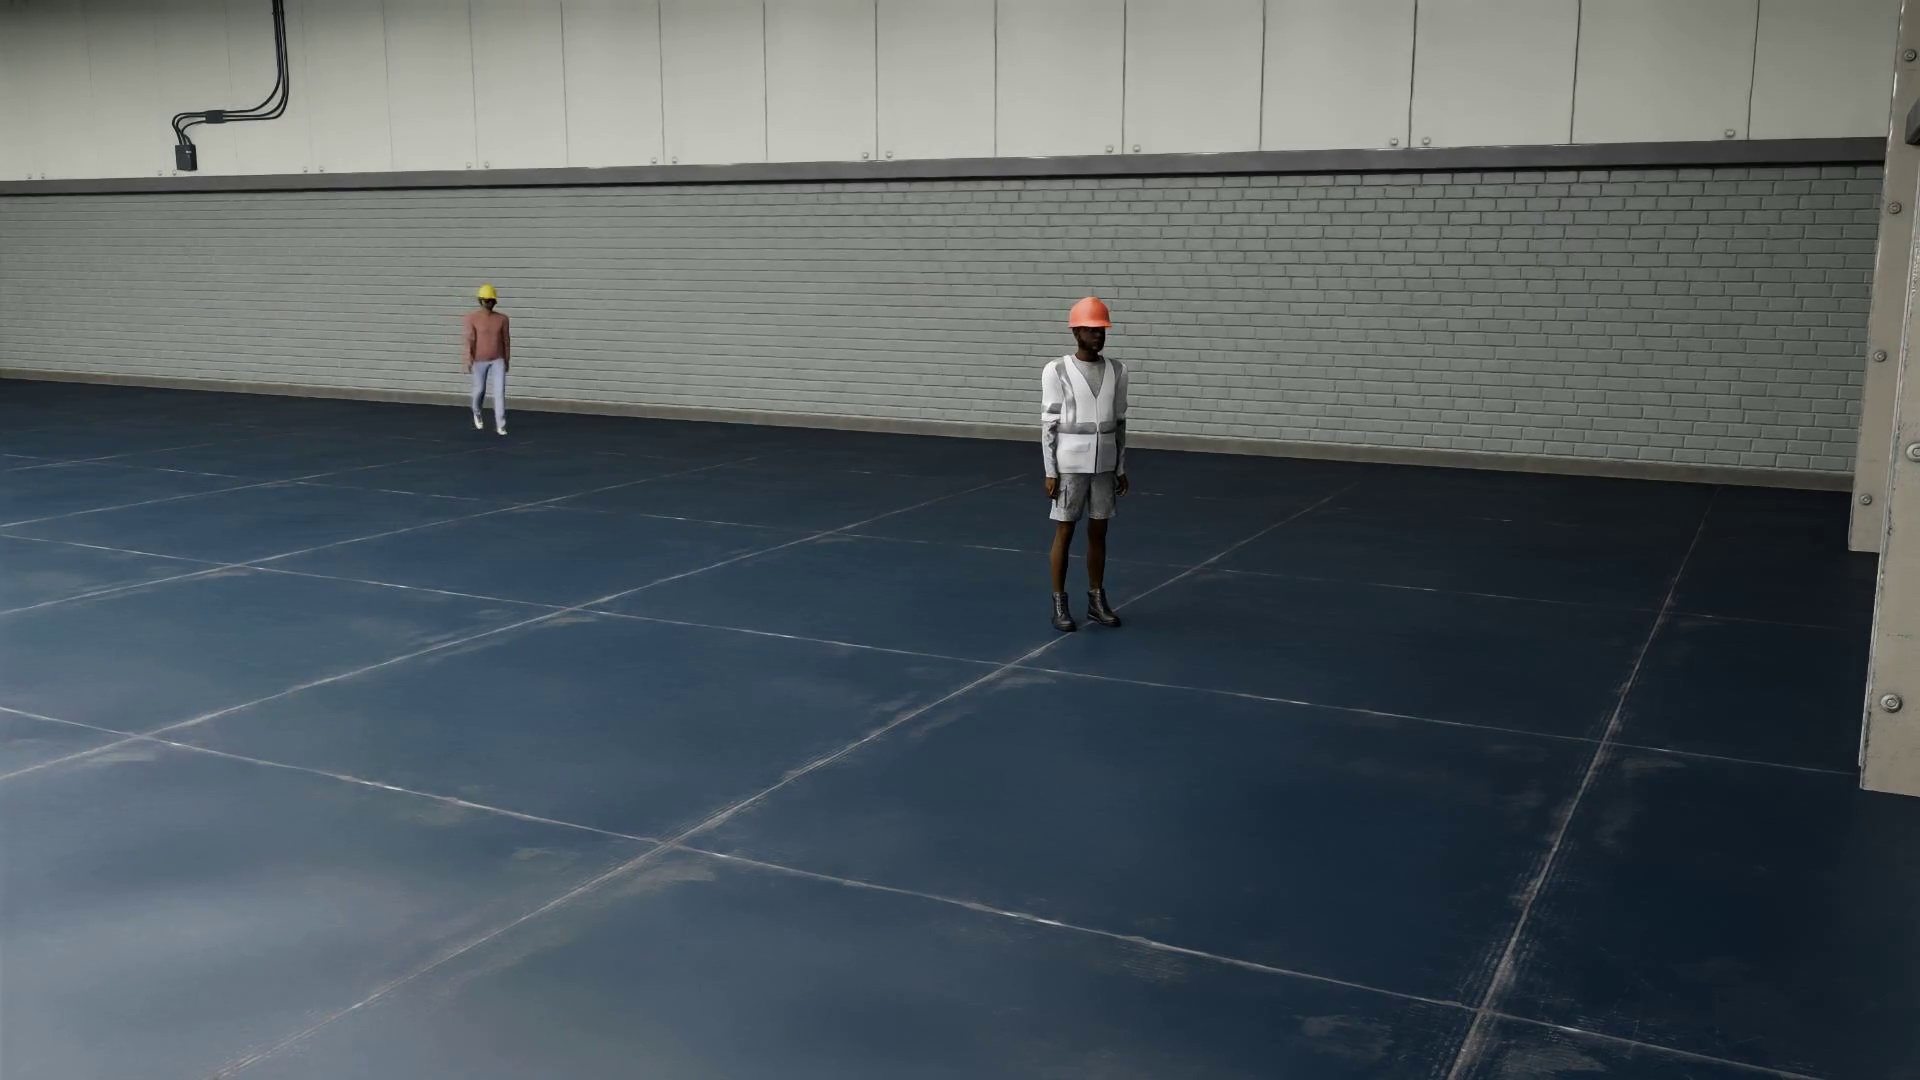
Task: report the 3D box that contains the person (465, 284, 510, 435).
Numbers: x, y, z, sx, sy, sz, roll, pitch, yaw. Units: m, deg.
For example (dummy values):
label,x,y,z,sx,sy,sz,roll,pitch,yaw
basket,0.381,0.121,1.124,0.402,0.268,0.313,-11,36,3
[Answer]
label,x,y,z,sx,sy,sz,roll,pitch,yaw
person,-5.507,-2.115,19.398,0.529,1.744,0.784,-5,12,-27

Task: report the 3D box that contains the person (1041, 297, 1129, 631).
label,x,y,z,sx,sy,sz,roll,pitch,yaw
person,0.741,-0.440,9.715,0.546,1.942,0.353,-4,11,-22
